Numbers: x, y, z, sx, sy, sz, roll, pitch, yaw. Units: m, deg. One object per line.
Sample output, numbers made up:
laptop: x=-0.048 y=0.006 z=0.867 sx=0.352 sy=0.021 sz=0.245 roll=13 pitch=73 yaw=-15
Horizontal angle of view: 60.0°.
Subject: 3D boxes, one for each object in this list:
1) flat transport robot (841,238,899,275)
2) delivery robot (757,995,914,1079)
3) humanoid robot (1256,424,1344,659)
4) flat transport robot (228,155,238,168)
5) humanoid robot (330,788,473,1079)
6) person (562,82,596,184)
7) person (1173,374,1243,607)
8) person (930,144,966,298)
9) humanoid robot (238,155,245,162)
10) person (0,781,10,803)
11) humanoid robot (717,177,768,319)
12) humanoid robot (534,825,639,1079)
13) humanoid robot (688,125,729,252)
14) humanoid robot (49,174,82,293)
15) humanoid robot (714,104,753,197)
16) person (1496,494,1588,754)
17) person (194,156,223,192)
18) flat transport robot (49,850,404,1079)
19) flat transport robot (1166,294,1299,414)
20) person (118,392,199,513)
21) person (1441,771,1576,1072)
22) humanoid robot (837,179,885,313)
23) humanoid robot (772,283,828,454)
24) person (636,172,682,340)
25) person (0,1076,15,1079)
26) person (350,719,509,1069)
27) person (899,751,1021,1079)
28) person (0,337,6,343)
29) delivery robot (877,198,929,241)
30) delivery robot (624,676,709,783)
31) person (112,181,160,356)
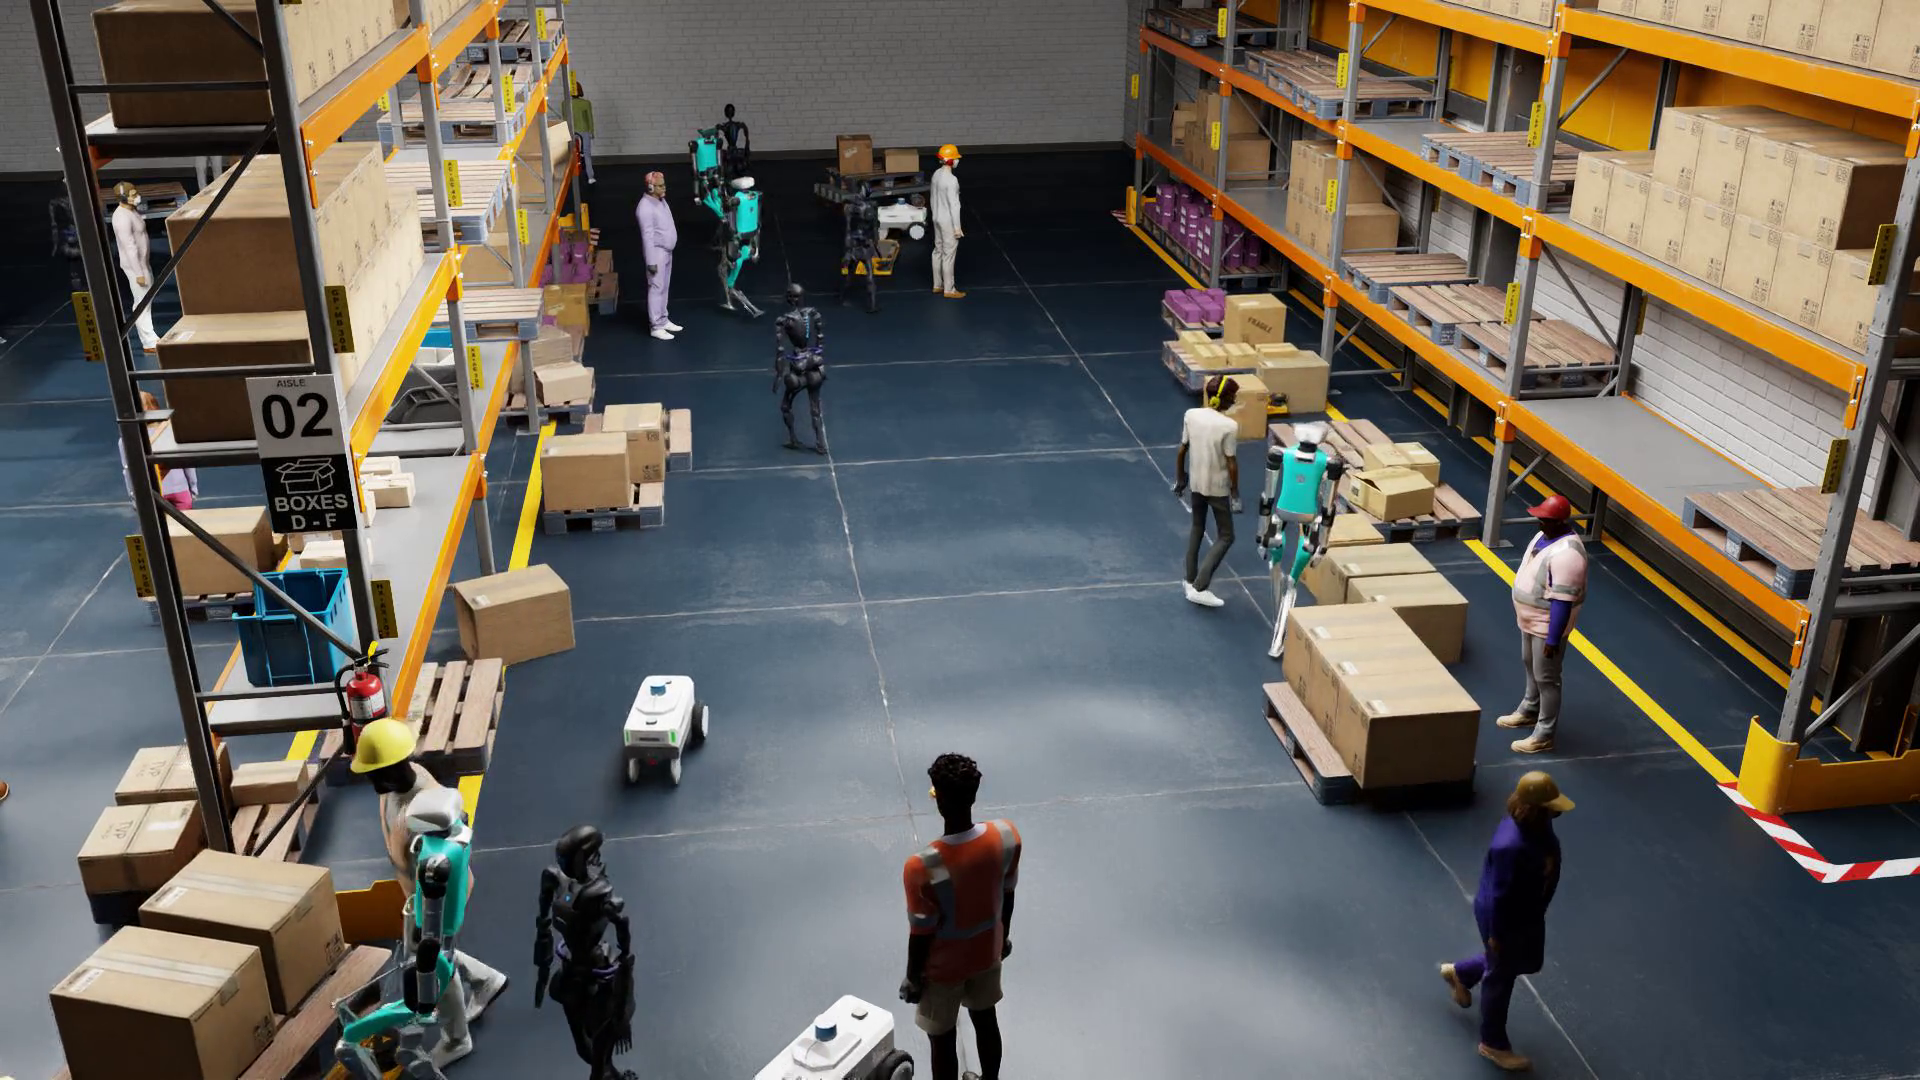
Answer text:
flat transport robot: x=-1.195 y=-3.820 z=22.380 sx=0.659 sy=0.231 sz=1.431 roll=1 pitch=24 yaw=2
delivery robot: x=-0.614 y=2.461 z=7.702 sx=0.499 sy=0.583 sz=0.765 roll=15 pitch=28 yaw=30
humanoid robot: x=2.435 y=-0.046 z=12.004 sx=0.573 sy=1.773 sz=0.918 roll=7 pitch=25 yaw=15
flat transport robot: x=-10.093 y=-5.037 z=25.154 sx=0.659 sy=0.231 sz=1.431 roll=9 pitch=25 yaw=21
humanoid robot: x=-2.525 y=1.948 z=7.455 sx=0.810 sy=1.792 sz=0.556 roll=-2 pitch=24 yaw=-5
person: x=-6.206 y=-6.633 z=27.101 sx=0.495 sy=1.626 sz=0.284 roll=0 pitch=24 yaw=-1
person: x=1.865 y=-0.388 z=12.597 sx=0.383 sy=1.849 sz=0.657 roll=-20 pitch=31 yaw=-39
person: x=-0.151 y=-3.969 z=20.699 sx=0.372 sy=1.894 sz=0.582 roll=-13 pitch=27 yaw=-28
humanoid robot: x=-9.822 y=-4.805 z=22.792 sx=0.797 sy=1.765 sz=0.618 roll=11 pitch=26 yaw=23
person: x=-6.147 y=0.741 z=9.848 sx=0.624 sy=1.990 sz=0.391 roll=-3 pitch=24 yaw=-8
humanoid robot: x=-2.666 y=-3.442 z=19.699 sx=1.052 sy=1.734 sz=0.547 roll=16 pitch=28 yaw=32
humanoid robot: x=-1.652 y=1.980 z=7.438 sx=0.588 sy=1.641 sz=0.561 roll=14 pitch=27 yaw=28
humanoid robot: x=-3.290 y=-4.689 z=22.524 sx=0.551 sy=1.779 sz=0.872 roll=-22 pitch=32 yaw=-40
humanoid robot: x=-10.700 y=-3.613 z=20.191 sx=0.674 sy=1.636 sz=0.612 roll=21 pitch=31 yaw=39
humanoid robot: x=-3.391 y=-5.696 z=24.975 sx=0.608 sy=1.657 sz=0.728 roll=-12 pitch=26 yaw=-25
person: x=3.730 y=0.522 z=10.658 sx=0.418 sy=1.745 sz=0.599 roll=0 pitch=24 yaw=1
person: x=-11.613 y=-6.115 z=25.657 sx=0.429 sy=1.839 sz=0.627 roll=20 pitch=31 yaw=38
flat transport robot: x=-3.432 y=2.519 z=7.940 sx=1.431 sy=0.231 sz=0.659 roll=5 pitch=24 yaw=12
flat transport robot: x=2.876 y=-1.613 z=17.352 sx=0.659 sy=0.231 sz=1.431 roll=-3 pitch=24 yaw=-8
person: x=-6.120 y=-0.352 z=12.789 sx=0.498 sy=1.629 sz=0.287 roll=-15 pitch=28 yaw=-31
person: x=2.602 y=1.777 z=7.955 sx=0.504 sy=1.615 sz=0.457 roll=21 pitch=32 yaw=40
humanoid robot: x=-1.223 y=-3.558 z=20.115 sx=0.807 sy=1.624 sz=0.607 roll=18 pitch=30 yaw=35
humanoid robot: x=-1.494 y=-1.616 z=15.613 sx=0.594 sy=1.637 sz=0.503 roll=-21 pitch=31 yaw=-40
person: x=-3.441 y=-3.276 z=19.105 sx=0.409 sy=1.906 sz=0.652 roll=3 pitch=24 yaw=7
person: x=-3.513 y=2.496 z=6.047 sx=0.939 sy=1.853 sz=0.478 roll=15 pitch=28 yaw=30
person: x=-2.498 y=1.650 z=7.886 sx=0.559 sy=1.898 sz=0.622 roll=-18 pitch=30 yaw=-36
person: x=-0.011 y=1.825 z=7.412 sx=0.612 sy=1.963 sz=0.361 roll=-18 pitch=29 yaw=-35
person: x=-11.157 y=-3.008 z=18.701 sx=0.367 sy=1.741 sz=0.578 roll=15 pitch=28 yaw=30
delivery robot: x=-0.795 y=-4.565 z=23.741 sx=0.788 sy=0.610 sz=0.499 roll=1 pitch=24 yaw=3
delivery robot: x=-1.916 y=1.167 z=10.682 sx=0.499 sy=0.610 sz=0.788 roll=0 pitch=24 yaw=1
person: x=-9.111 y=-3.017 z=18.477 sx=0.373 sy=1.939 sz=0.629 roll=-9 pitch=25 yaw=-19
